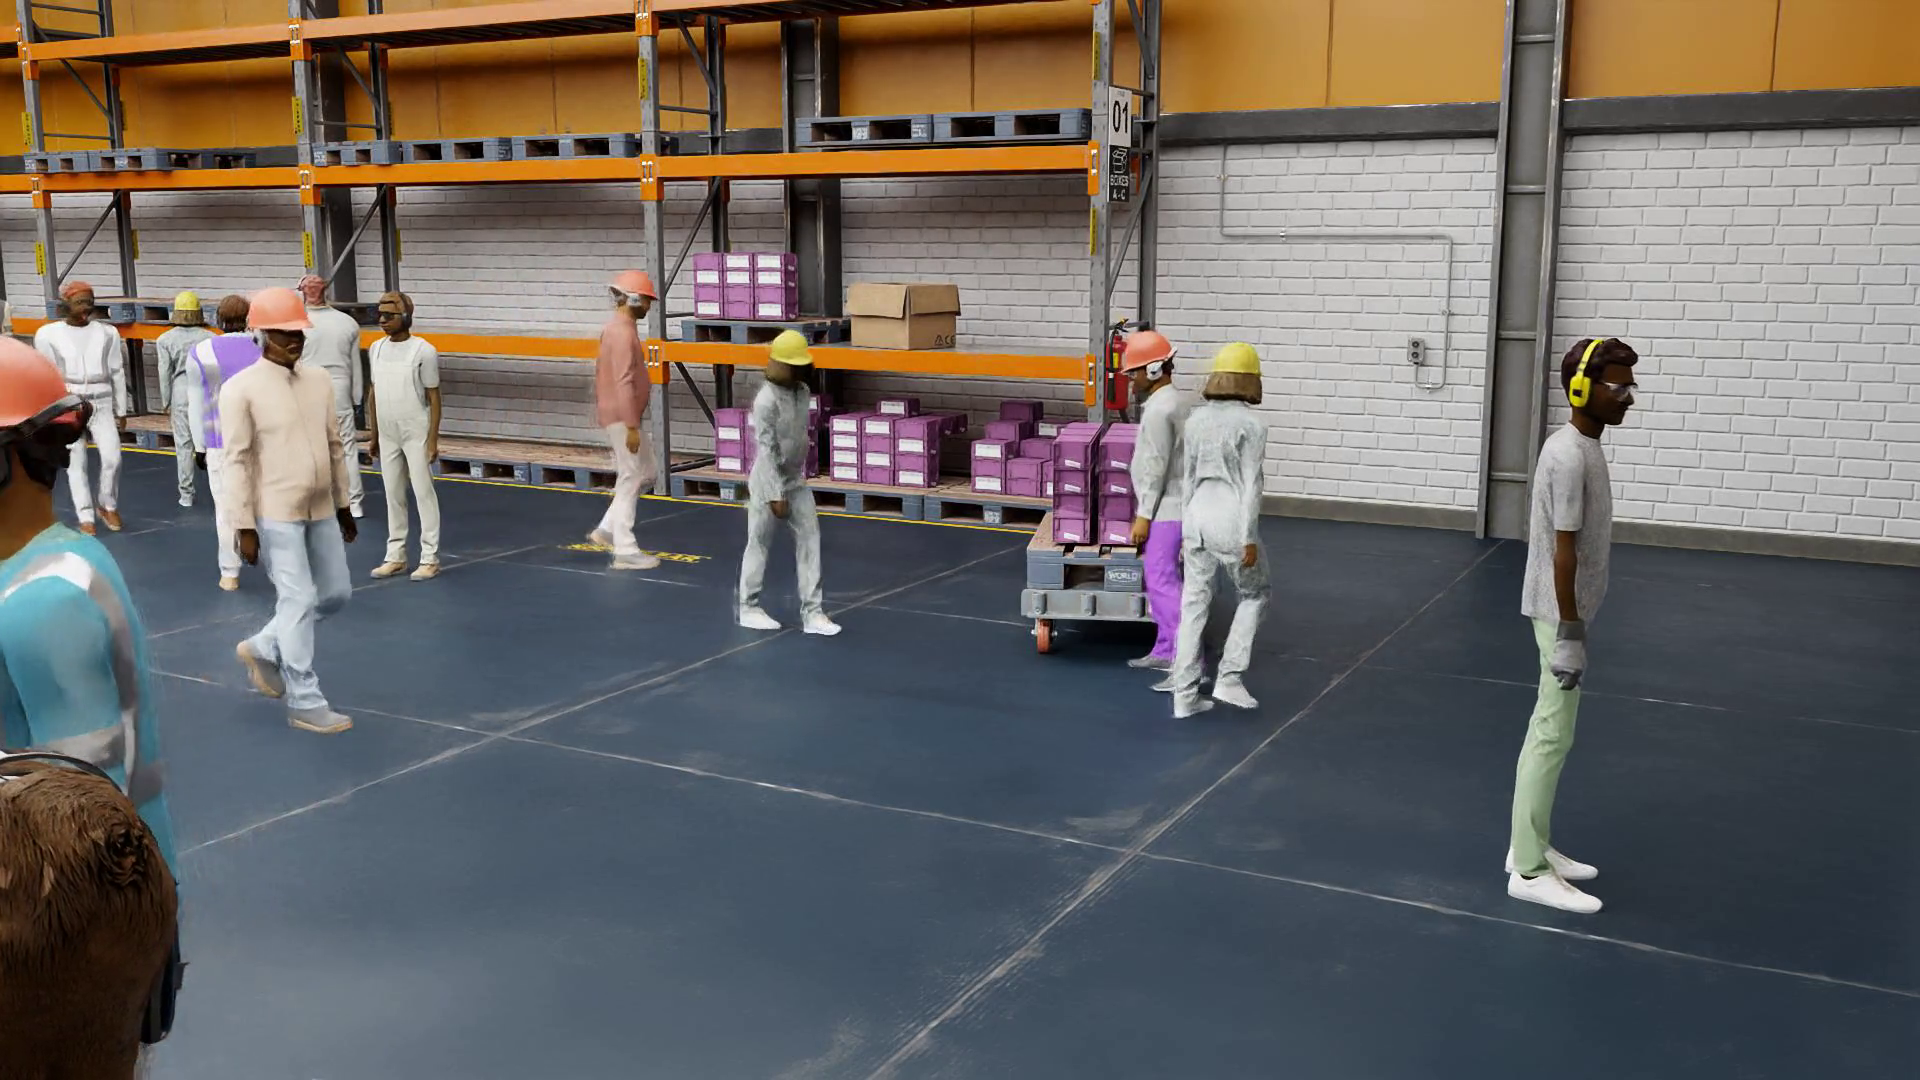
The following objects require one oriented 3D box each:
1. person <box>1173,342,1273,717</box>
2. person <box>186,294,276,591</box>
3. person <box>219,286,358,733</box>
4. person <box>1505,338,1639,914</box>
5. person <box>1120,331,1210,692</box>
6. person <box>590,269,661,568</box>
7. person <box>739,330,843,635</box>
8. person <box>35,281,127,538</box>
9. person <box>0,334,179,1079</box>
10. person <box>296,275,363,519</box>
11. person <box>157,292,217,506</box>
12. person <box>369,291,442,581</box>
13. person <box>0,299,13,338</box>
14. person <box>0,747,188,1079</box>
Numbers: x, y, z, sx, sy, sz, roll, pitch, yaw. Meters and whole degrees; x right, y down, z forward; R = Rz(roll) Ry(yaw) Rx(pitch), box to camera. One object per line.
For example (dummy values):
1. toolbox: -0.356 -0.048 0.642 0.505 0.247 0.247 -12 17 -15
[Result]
1. person: 1.184 -0.038 7.591 0.537 1.706 0.502 -9 14 -41
2. person: -4.457 -0.603 10.365 0.619 1.836 0.431 -7 12 -32
3. person: -3.014 -0.139 7.412 0.652 1.974 0.638 4 11 21
4. person: 2.011 0.270 5.476 0.317 1.865 0.523 4 11 20
5. person: 1.018 -0.146 8.135 0.515 1.726 0.714 2 11 13
6. person: -2.187 -0.796 10.998 0.427 1.972 0.675 -2 11 -10
7. person: -0.955 -0.299 9.065 0.782 1.678 0.502 7 12 32
8. person: -6.404 -0.945 12.142 0.619 1.872 0.394 -8 13 -37
9. person: -1.578 0.657 2.916 0.422 2.049 0.625 -6 12 -30
10. person: -4.920 -1.078 12.792 0.648 1.900 0.401 -8 13 -38
11. person: -6.256 -1.149 13.585 0.493 1.743 0.301 -5 11 -25
12. person: -3.544 -0.656 10.604 0.506 1.847 0.345 3 11 18
13. person: -9.624 -1.753 16.395 0.585 1.927 0.366 -9 14 -41
14. person: -0.623 1.050 1.254 0.331 1.844 0.520 4 11 21
